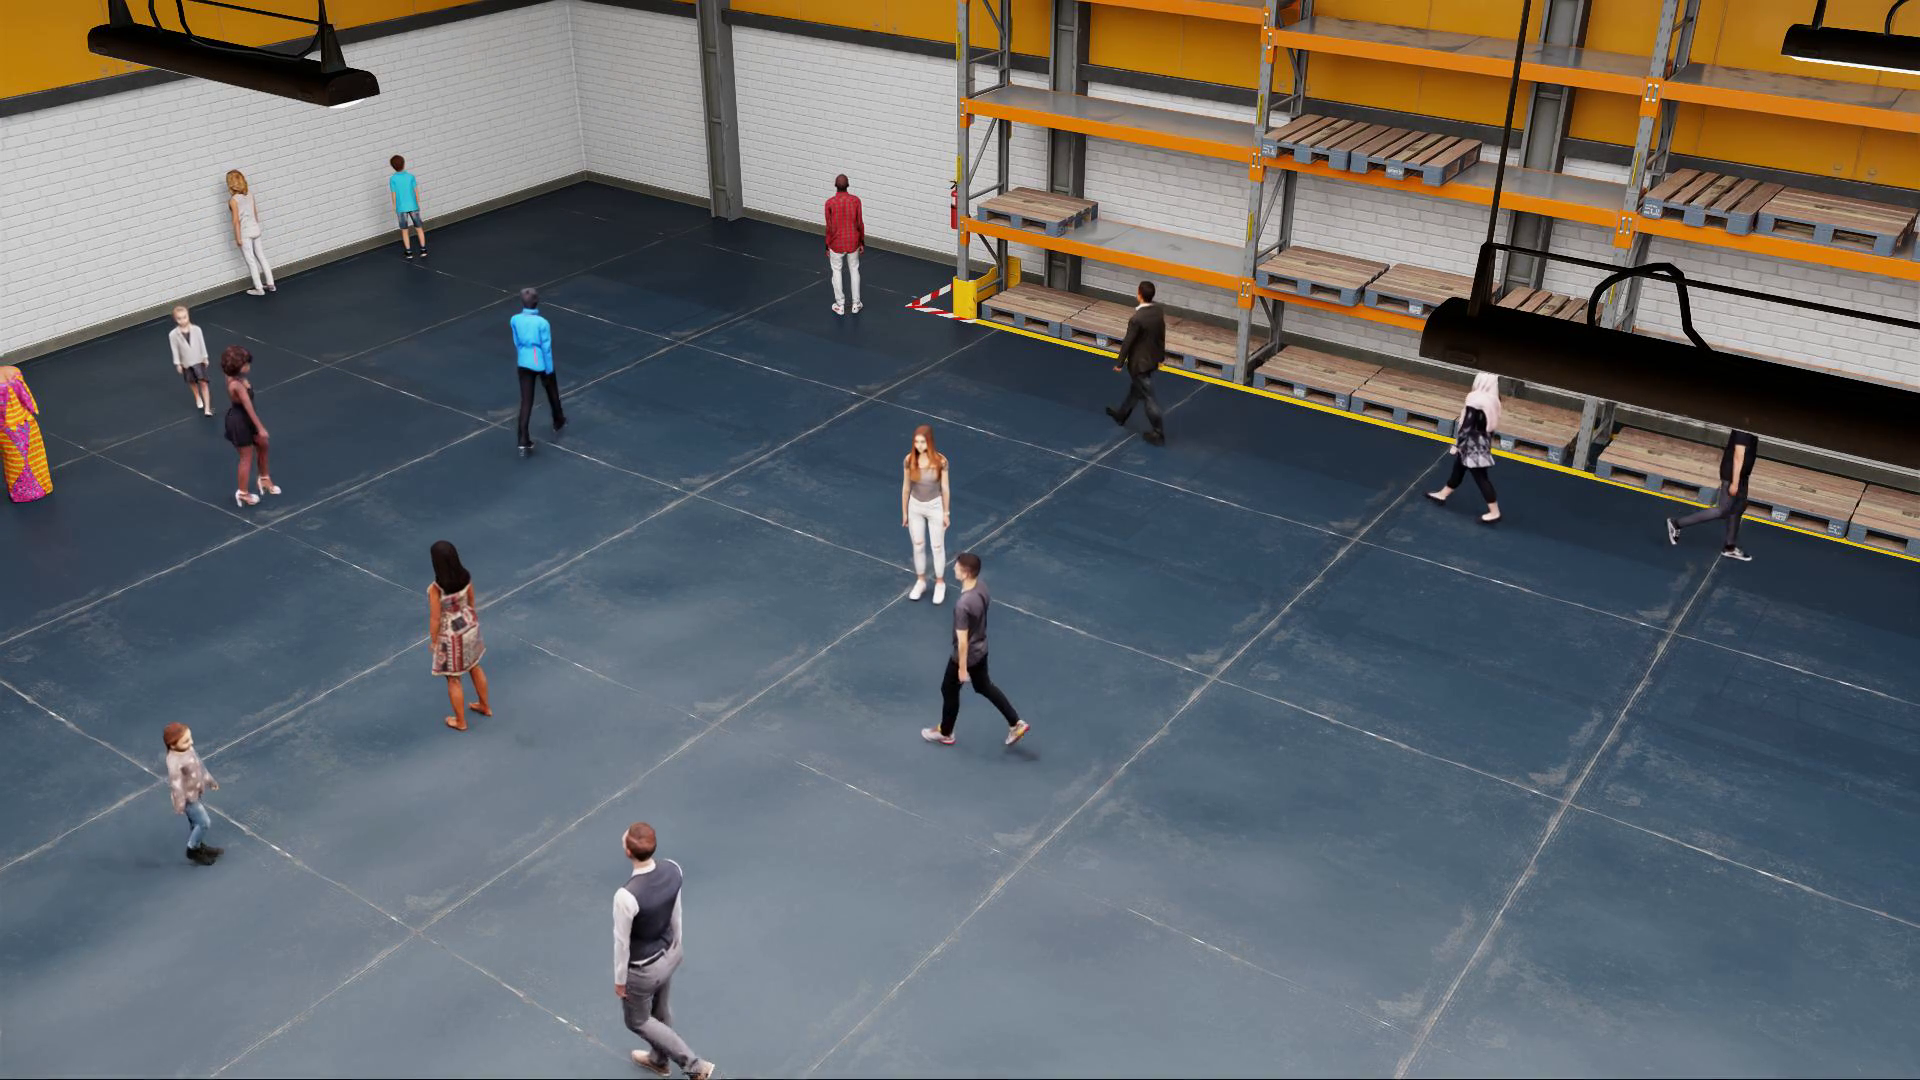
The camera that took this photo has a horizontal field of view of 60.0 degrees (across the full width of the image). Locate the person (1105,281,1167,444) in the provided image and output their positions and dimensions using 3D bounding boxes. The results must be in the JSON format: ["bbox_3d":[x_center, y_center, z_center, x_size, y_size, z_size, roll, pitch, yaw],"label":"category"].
[{"bbox_3d":[2.032,-1.878,17.898,1.160,1.759,0.828,25,37,38],"label":"person"}]

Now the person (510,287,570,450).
[{"bbox_3d":[-4.588,-1.795,17.752,1.192,1.754,1.037,4,29,7],"label":"person"}]

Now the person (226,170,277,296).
[{"bbox_3d":[-9.417,-4.076,22.025,0.623,1.666,0.636,10,30,18],"label":"person"}]

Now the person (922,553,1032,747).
[{"bbox_3d":[0.149,0.890,12.846,1.169,1.738,0.813,11,30,19],"label":"person"}]

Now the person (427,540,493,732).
[{"bbox_3d":[-3.982,0.741,13.220,0.561,1.642,0.683,15,32,25],"label":"person"}]

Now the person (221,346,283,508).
[{"bbox_3d":[-7.159,-1.118,16.510,0.874,1.754,0.794,-19,34,-31],"label":"person"}]

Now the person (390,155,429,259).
[{"bbox_3d":[-7.779,-4.701,23.399,0.597,1.448,0.619,-13,31,-22],"label":"person"}]

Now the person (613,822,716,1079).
[{"bbox_3d":[-1.742,2.494,9.713,0.968,1.922,0.706,16,32,26],"label":"person"}]

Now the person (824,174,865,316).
[{"bbox_3d":[-1.489,-3.819,21.395,0.746,1.819,0.796,-6,29,-11],"label":"person"}]

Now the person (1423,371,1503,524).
[{"bbox_3d":[5.125,-0.890,16.265,1.105,1.589,0.696,22,35,34],"label":"person"}]

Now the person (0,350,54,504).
[{"bbox_3d":[-9.596,-1.218,16.764,0.793,1.687,0.760,4,29,8],"label":"person"}]

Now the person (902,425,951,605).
[{"bbox_3d":[-0.293,-0.255,14.967,0.591,1.717,0.720,6,29,10],"label":"person"}]

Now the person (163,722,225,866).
[{"bbox_3d":[-5.512,1.789,11.777,0.630,1.183,0.571,-3,29,-6],"label":"person"}]

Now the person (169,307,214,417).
[{"bbox_3d":[-8.646,-2.023,18.704,0.777,1.242,0.958,-13,31,-23],"label":"person"}]

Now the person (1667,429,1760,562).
[{"bbox_3d":[7.196,-0.670,15.630,1.029,1.810,0.684,16,32,27],"label":"person"}]
